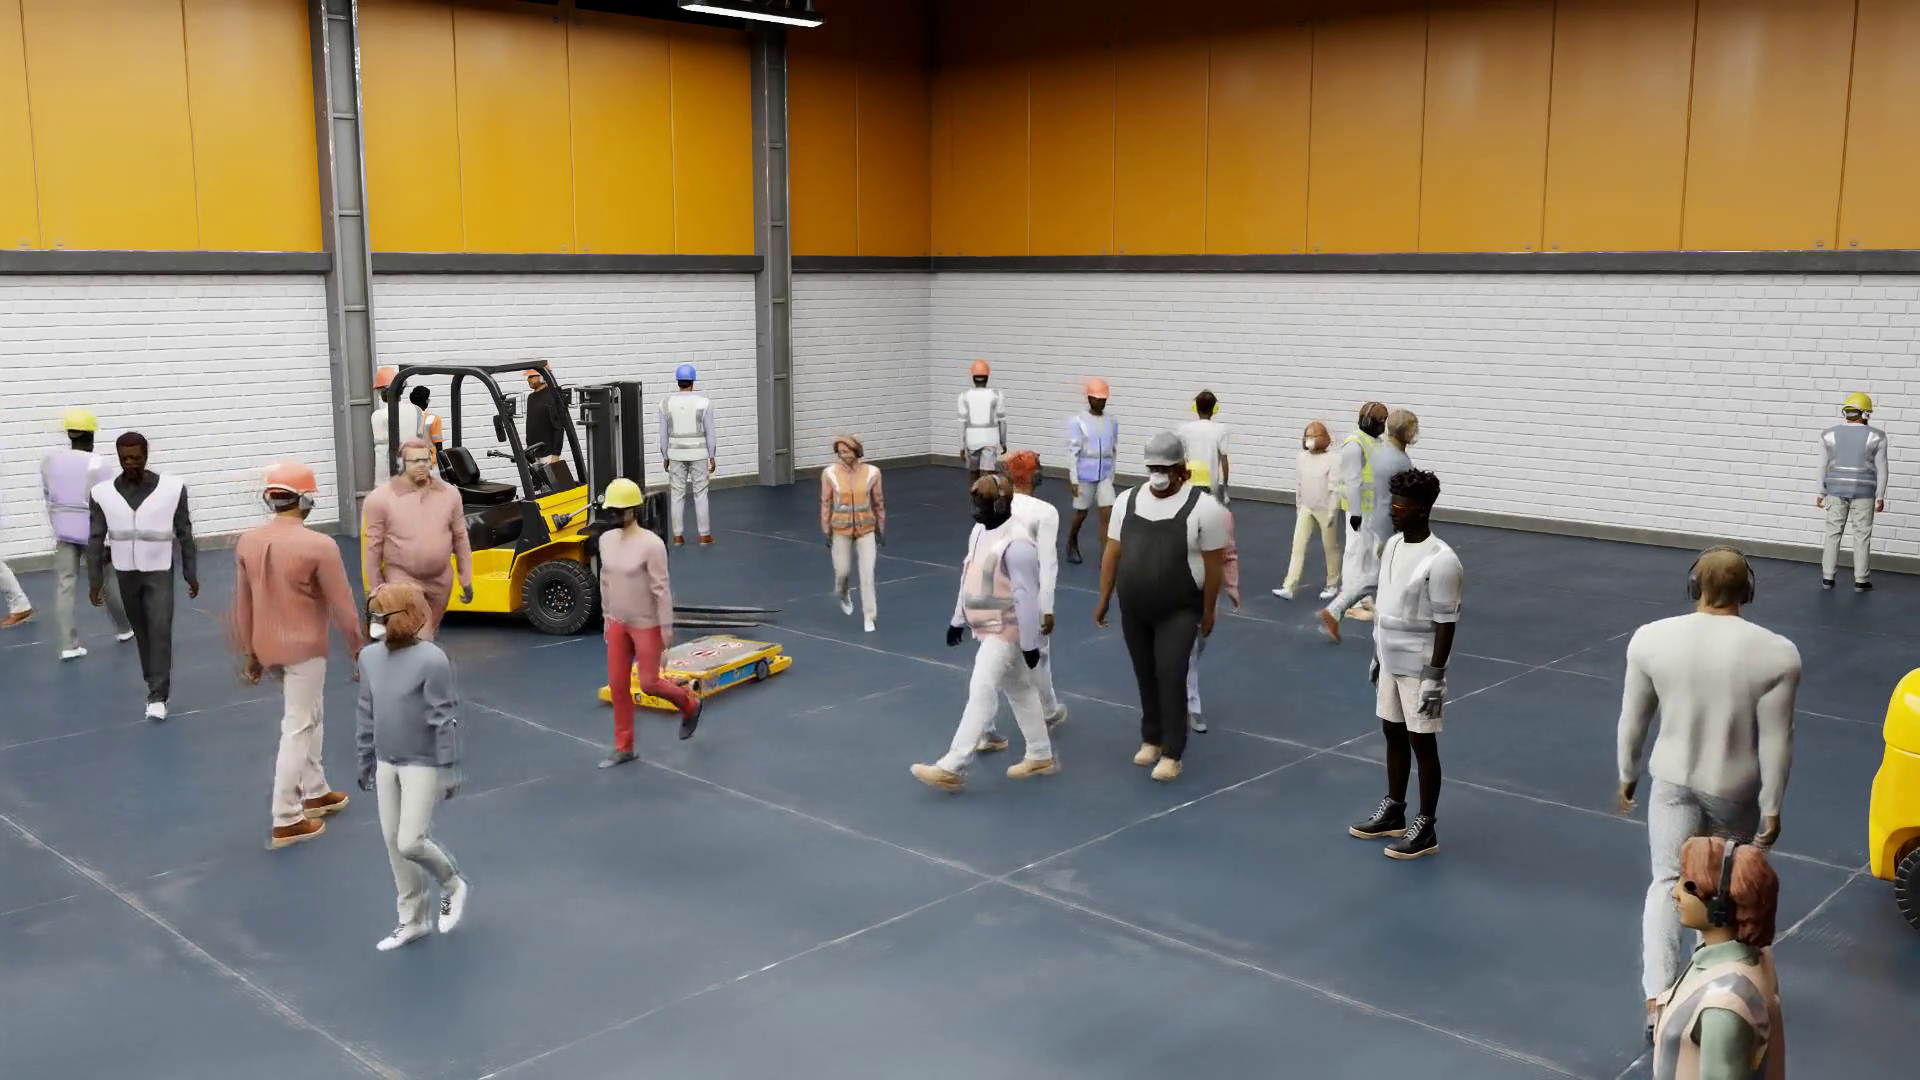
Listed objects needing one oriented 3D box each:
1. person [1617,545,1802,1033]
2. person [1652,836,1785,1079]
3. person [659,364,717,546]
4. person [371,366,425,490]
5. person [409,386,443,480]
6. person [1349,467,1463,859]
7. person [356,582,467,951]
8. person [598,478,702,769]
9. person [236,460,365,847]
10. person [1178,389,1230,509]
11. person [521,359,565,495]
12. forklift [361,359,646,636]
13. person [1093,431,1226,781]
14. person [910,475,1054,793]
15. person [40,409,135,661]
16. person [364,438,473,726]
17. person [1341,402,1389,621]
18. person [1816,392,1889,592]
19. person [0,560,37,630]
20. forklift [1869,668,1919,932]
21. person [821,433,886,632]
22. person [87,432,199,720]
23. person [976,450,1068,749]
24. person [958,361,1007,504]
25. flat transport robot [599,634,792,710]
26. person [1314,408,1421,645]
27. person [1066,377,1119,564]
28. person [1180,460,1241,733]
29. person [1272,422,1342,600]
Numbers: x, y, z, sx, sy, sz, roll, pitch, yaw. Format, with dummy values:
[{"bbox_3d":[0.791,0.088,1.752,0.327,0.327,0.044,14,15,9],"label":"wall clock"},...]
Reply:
[{"bbox_3d":[2.894,0.958,6.508,0.647,1.898,1.013,6,11,31],"label":"person"},{"bbox_3d":[1.784,1.498,3.949,0.314,1.642,0.514,5,10,27],"label":"person"},{"bbox_3d":[-2.884,-0.894,17.680,0.605,1.948,0.384,0,9,2],"label":"person"},{"bbox_3d":[-5.302,-0.611,15.655,0.372,2.044,0.608,4,10,22],"label":"person"},{"bbox_3d":[-5.828,-0.825,18.049,0.532,1.694,0.320,3,10,19],"label":"person"},{"bbox_3d":[2.262,0.611,8.392,0.367,1.966,0.606,-3,10,-17],"label":"person"},{"bbox_3d":[-2.399,0.980,7.188,0.525,1.618,0.369,5,10,27],"label":"person"},{"bbox_3d":[-1.862,0.476,9.928,0.522,1.749,0.633,6,11,35],"label":"person"},{"bbox_3d":[-3.380,0.561,8.691,0.636,1.959,0.806,5,10,26],"label":"person"},{"bbox_3d":[2.279,-0.503,15.719,0.540,1.816,0.962,2,9,10],"label":"person"},{"bbox_3d":[-4.490,-0.949,17.872,0.385,1.993,0.624,-9,13,-44],"label":"person"},{"bbox_3d":[-3.850,-0.407,13.936,2.313,2.155,1.214,2,9,11],"label":"forklift"},{"bbox_3d":[1.107,0.361,9.698,0.693,2.000,0.727,6,11,32],"label":"person"},{"bbox_3d":[0.155,0.521,9.462,0.942,1.792,0.638,-3,10,-16],"label":"person"},{"bbox_3d":[-6.703,-0.066,12.790,0.608,1.877,0.963,0,9,0],"label":"person"},{"bbox_3d":[-3.547,0.250,10.953,0.659,1.862,1.016,-8,12,-40],"label":"person"},{"bbox_3d":[3.453,-0.253,14.094,0.429,1.837,0.621,6,11,33],"label":"person"},{"bbox_3d":[8.183,-0.438,15.264,0.586,1.824,0.404,7,12,38],"label":"person"},{"bbox_3d":[-7.985,-0.136,13.319,0.623,1.878,1.100,7,11,35],"label":"person"},{"bbox_3d":[5.205,0.723,7.013,2.313,2.155,1.214,9,13,43],"label":"forklift"},{"bbox_3d":[-0.878,-0.081,13.682,0.536,1.620,0.567,-1,9,-6],"label":"person"},{"bbox_3d":[-5.365,0.248,10.859,0.626,1.880,0.910,-2,9,-11],"label":"person"},{"bbox_3d":[0.360,0.360,10.325,0.599,1.837,0.972,6,11,31],"label":"person"},{"bbox_3d":[0.261,-1.145,19.428,0.551,1.885,1.008,1,9,9],"label":"person"},{"bbox_3d":[-1.838,0.911,11.740,0.652,0.197,1.431,5,10,26],"label":"flat transport robot"},{"bbox_3d":[3.228,-0.070,12.781,0.896,1.912,0.627,2,10,14],"label":"person"},{"bbox_3d":[1.295,-0.657,16.370,0.546,1.908,0.913,-3,10,-19],"label":"person"},{"bbox_3d":[1.529,0.320,10.910,0.523,1.726,0.869,-2,10,-14],"label":"person"},{"bbox_3d":[3.126,-0.241,14.745,0.827,1.589,0.518,-9,13,-43],"label":"person"}]
